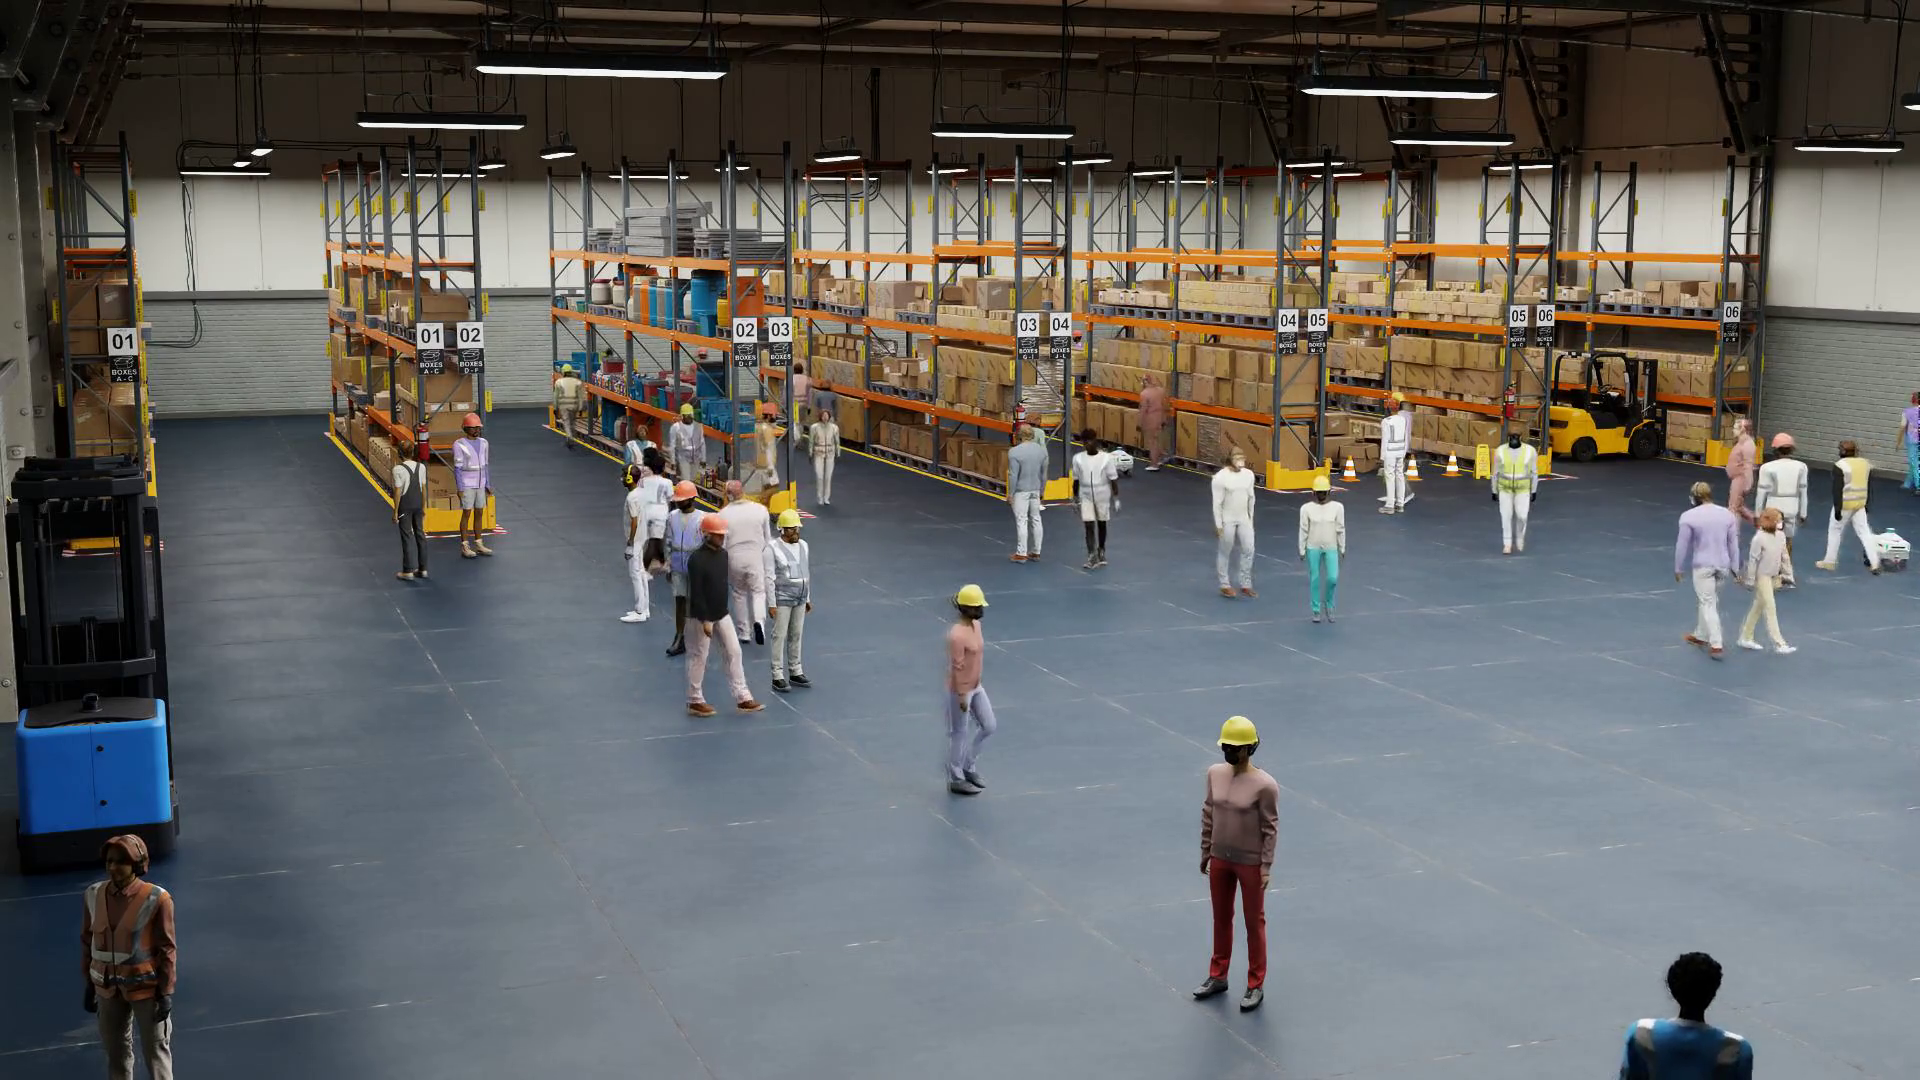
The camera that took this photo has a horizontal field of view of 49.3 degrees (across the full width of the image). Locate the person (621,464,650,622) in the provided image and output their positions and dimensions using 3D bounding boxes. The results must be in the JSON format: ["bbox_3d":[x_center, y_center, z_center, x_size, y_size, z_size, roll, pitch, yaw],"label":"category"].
[{"bbox_3d":[-3.877,0.029,24.882,0.312,1.869,0.535,1,9,6],"label":"person"}]

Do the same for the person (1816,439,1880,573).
[{"bbox_3d":[12.118,-0.455,28.367,0.651,1.803,0.869,-4,9,-22],"label":"person"}]

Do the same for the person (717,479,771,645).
[{"bbox_3d":[-2.396,0.259,23.351,0.675,1.874,0.741,-2,9,-13],"label":"person"}]

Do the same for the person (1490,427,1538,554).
[{"bbox_3d":[7.911,-0.710,29.937,0.659,1.829,0.450,3,9,19],"label":"person"}]

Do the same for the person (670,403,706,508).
[{"bbox_3d":[-4.474,-1.356,34.330,0.599,1.805,0.790,-5,10,-30],"label":"person"}]

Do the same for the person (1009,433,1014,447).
[{"bbox_3d":[1.060,-2.668,42.735,0.584,1.897,0.656,2,9,15],"label":"person"}]

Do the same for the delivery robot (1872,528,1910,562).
[{"bbox_3d":[12.759,0.081,28.730,0.477,0.478,0.707,1,8,6],"label":"delivery robot"}]

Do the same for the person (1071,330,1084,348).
[{"bbox_3d":[3.100,-4.583,55.404,0.362,1.935,0.553,2,9,10],"label":"person"}]

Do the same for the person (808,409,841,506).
[{"bbox_3d":[-2.240,-1.375,35.047,0.540,1.614,0.674,-2,9,-16],"label":"person"}]

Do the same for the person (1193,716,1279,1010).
[{"bbox_3d":[1.664,1.923,12.601,0.523,1.769,0.310,7,11,40],"label":"person"}]

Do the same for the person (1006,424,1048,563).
[{"bbox_3d":[0.929,-0.651,29.247,0.657,1.933,0.363,-5,10,-31],"label":"person"}]

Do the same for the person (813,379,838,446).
[{"bbox_3d":[-2.732,-2.480,42.561,0.520,1.584,0.867,-2,9,-13],"label":"person"}]

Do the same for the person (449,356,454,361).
[{"bbox_3d":[-11.209,-3.191,45.942,0.621,1.989,0.398,-3,9,-18],"label":"person"}]

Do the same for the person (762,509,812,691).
[{"bbox_3d":[-1.726,0.596,21.224,0.404,1.833,0.587,7,11,40],"label":"person"}]

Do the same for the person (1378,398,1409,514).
[{"bbox_3d":[7.074,-1.376,34.210,0.574,1.881,0.357,-6,10,-34],"label":"person"}]

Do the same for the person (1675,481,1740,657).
[{"bbox_3d":[8.159,0.310,22.928,0.651,1.883,0.957,-2,9,-14],"label":"person"}]

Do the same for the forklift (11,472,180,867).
[{"bbox_3d":[-6.630,0.886,15.957,1.129,2.768,1.873,-3,9,-21],"label":"forklift"}]

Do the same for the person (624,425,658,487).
[{"bbox_3d":[-4.887,-0.965,32.300,0.547,1.617,0.525,-3,9,-21],"label":"person"}]

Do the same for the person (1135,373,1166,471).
[{"bbox_3d":[3.632,-2.254,40.065,0.496,1.880,0.693,8,11,41],"label":"person"}]

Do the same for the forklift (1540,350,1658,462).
[{"bbox_3d":[12.897,-2.725,42.309,2.313,2.155,1.214,-3,9,-21],"label":"forklift"}]

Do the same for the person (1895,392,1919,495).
[{"bbox_3d":[16.722,-1.696,36.635,0.583,1.801,0.960,-1,9,-5],"label":"person"}]

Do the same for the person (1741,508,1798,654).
[{"bbox_3d":[8.934,0.450,22.961,0.513,1.592,0.820,-6,10,-35],"label":"person"}]

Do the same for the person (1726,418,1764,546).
[{"bbox_3d":[11.474,-0.841,30.622,0.620,1.887,0.655,3,9,16],"label":"person"}]

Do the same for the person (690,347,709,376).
[{"bbox_3d":[-5.752,-3.360,47.140,0.662,1.967,0.672,1,9,6],"label":"person"}]

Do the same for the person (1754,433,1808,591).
[{"bbox_3d":[10.572,-0.368,26.996,0.632,2.024,0.454,0,9,0],"label":"person"}]

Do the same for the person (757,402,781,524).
[{"bbox_3d":[-3.025,-1.199,32.884,0.459,1.926,0.573,-2,9,-13],"label":"person"}]

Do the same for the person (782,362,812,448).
[{"bbox_3d":[-3.407,-2.826,44.062,0.634,1.826,0.712,-4,9,-22],"label":"person"}]

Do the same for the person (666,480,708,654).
[{"bbox_3d":[-2.972,0.304,22.849,0.542,1.929,0.374,3,9,19],"label":"person"}]

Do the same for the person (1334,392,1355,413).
[{"bbox_3d":[8.810,-3.440,47.810,0.620,1.934,0.564,-3,9,-19],"label":"person"}]

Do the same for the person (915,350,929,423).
[{"bbox_3d":[-0.911,-3.420,47.831,0.577,1.881,0.349,-7,11,-41],"label":"person"}]

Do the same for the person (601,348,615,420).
[{"bbox_3d":[-8.311,-3.659,49.643,0.839,1.829,0.542,5,10,30],"label":"person"}]

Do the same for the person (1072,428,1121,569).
[{"bbox_3d":[1.876,-0.581,28.810,0.678,1.953,0.660,2,9,11],"label":"person"}]

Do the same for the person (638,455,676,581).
[{"bbox_3d":[-4.013,-0.305,27.831,0.525,1.636,0.912,5,10,30],"label":"person"}]

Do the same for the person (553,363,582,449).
[{"bbox_3d":[-8.226,-2.814,44.061,0.593,1.806,0.816,-4,10,-27],"label":"person"}]

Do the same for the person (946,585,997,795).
[{"bbox_3d":[0.089,1.230,17.239,0.415,1.748,0.554,4,9,23],"label":"person"}]

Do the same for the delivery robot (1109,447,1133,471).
[{"bbox_3d":[2.987,-1.509,39.332,0.477,0.478,0.707,-2,9,-16],"label":"delivery robot"}]

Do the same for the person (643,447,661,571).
[{"bbox_3d":[-4.184,-0.425,28.512,0.317,1.691,0.582,0,9,-3],"label":"person"}]

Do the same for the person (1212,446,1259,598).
[{"bbox_3d":[3.500,-0.206,26.273,0.655,1.918,0.738,-4,9,-25],"label":"person"}]

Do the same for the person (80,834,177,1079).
[{"bbox_3d":[-4.198,2.284,10.596,0.513,1.645,0.307,2,9,10],"label":"person"}]

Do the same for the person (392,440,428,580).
[{"bbox_3d":[-7.318,-0.403,27.840,0.332,1.844,0.508,7,11,40],"label":"person"}]

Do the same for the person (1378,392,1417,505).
[{"bbox_3d":[7.407,-1.549,35.303,0.760,1.901,0.603,8,12,42],"label":"person"}]

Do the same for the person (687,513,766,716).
[{"bbox_3d":[-2.258,0.728,19.908,0.872,1.964,0.629,5,10,32],"label":"person"}]

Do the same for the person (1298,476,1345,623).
[{"bbox_3d":[4.269,0.114,24.695,0.561,1.745,0.532,1,9,6],"label":"person"}]

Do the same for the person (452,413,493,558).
[{"bbox_3d":[-6.898,-0.783,29.724,0.376,2.044,0.607,6,10,35],"label":"person"}]

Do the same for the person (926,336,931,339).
[{"bbox_3d":[-0.777,-4.205,52.984,0.608,1.902,0.610,-1,9,-4],"label":"person"}]

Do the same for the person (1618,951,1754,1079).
[{"bbox_3d":[3.078,2.532,8.880,0.552,1.648,0.843,4,10,26],"label":"person"}]

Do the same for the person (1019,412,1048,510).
[{"bbox_3d":[1.208,-1.308,34.603,0.512,1.629,0.278,6,11,36],"label":"person"}]
